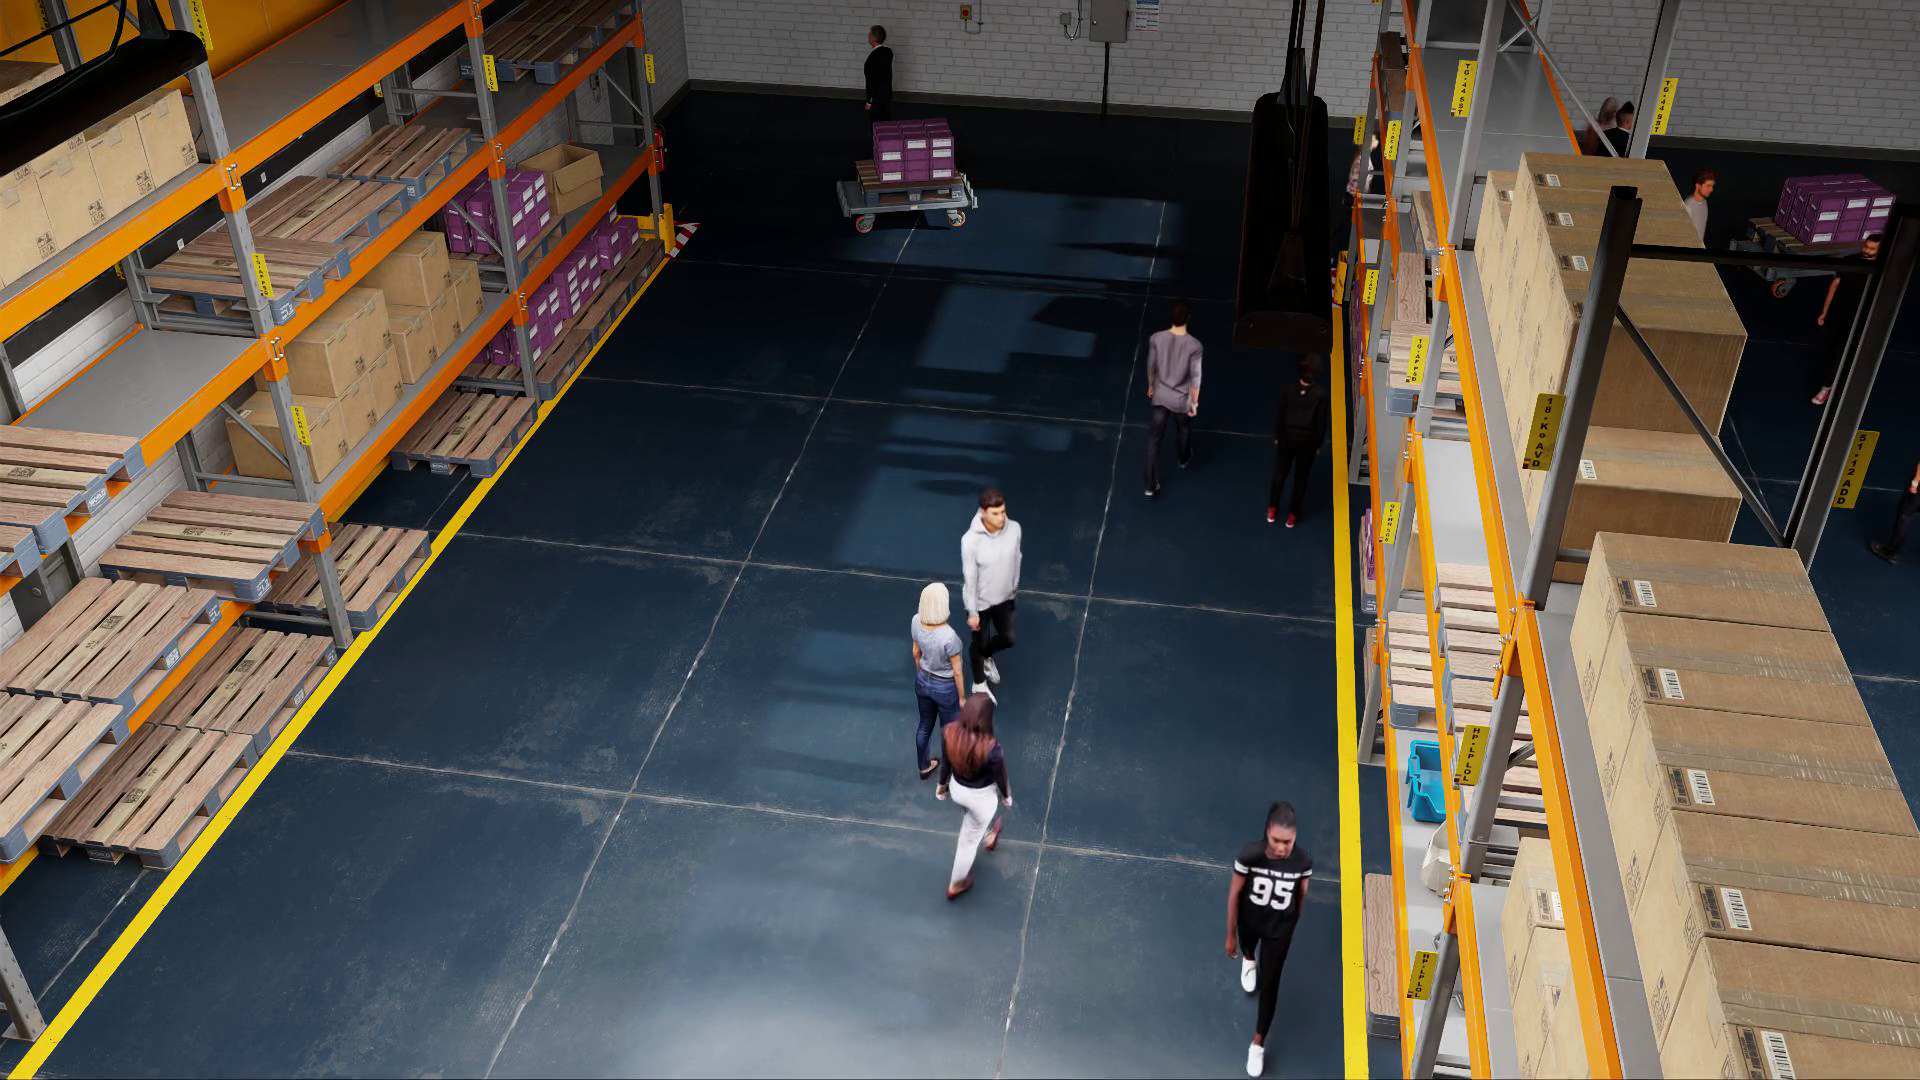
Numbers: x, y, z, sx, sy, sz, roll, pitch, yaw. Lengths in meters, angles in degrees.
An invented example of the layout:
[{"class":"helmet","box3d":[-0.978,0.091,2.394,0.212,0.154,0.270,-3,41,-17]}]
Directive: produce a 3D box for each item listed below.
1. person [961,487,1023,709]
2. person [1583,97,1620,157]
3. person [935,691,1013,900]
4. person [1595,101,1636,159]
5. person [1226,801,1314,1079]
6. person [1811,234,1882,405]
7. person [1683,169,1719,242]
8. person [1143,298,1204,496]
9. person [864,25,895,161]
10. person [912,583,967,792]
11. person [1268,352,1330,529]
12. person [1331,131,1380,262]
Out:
[{"class":"person","box3d":[0.157,0.377,12.447,0.857,1.912,0.913,-17,37,-24]},{"class":"person","box3d":[7.557,-4.497,19.974,0.840,1.695,0.776,22,39,29]},{"class":"person","box3d":[0.047,1.696,10.767,0.865,1.574,1.065,21,39,28]},{"class":"person","box3d":[7.466,-4.091,19.124,0.857,1.959,0.758,-15,37,-22]},{"class":"person","box3d":[1.798,2.215,9.884,0.602,1.686,1.166,5,34,8]},{"class":"person","box3d":[8.862,-2.254,16.566,1.175,1.733,1.031,-28,43,-35]},{"class":"person","box3d":[7.603,-3.008,17.546,0.811,1.903,0.698,24,41,32]},{"class":"person","box3d":[1.871,-1.240,14.980,0.843,1.799,1.239,13,36,19]},{"class":"person","box3d":[-1.068,-5.899,21.977,0.826,1.814,0.666,18,38,25]},{"class":"person","box3d":[-0.154,1.019,11.651,0.654,1.722,0.661,24,41,32]},{"class":"person","box3d":[2.946,-0.872,14.543,0.639,1.670,0.615,14,36,20]},{"class":"person","box3d":[4.483,-3.919,19.205,0.661,1.584,1.072,2,34,3]}]
